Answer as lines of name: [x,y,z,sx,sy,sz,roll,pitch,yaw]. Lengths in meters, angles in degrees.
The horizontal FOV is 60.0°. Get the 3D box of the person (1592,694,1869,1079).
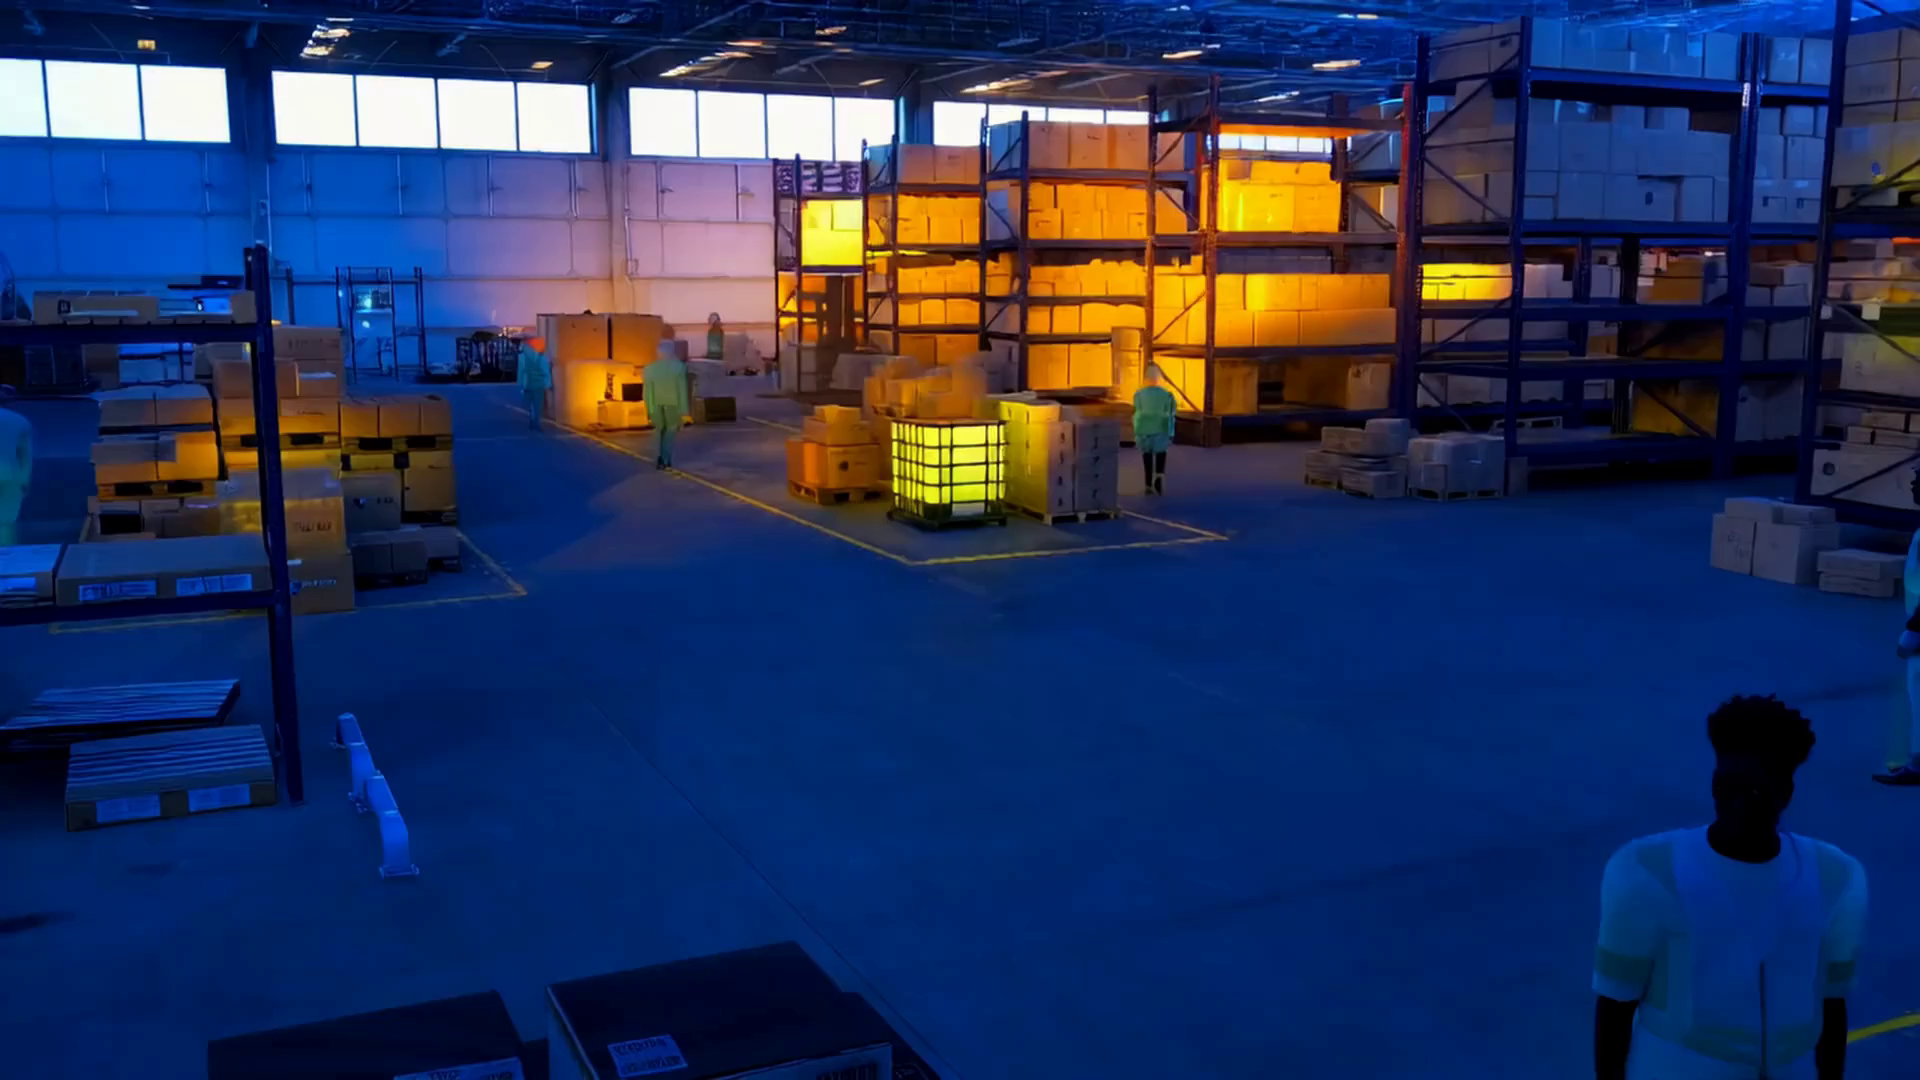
person: [1.756,1.302,3.838,0.609,1.963,0.367,0,9,0]

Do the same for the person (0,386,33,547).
person: [-8.848,-0.516,15.287,0.624,1.906,0.833,-5,10,-29]

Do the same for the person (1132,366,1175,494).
person: [2.502,-1.414,21.529,0.549,1.683,0.470,1,9,3]

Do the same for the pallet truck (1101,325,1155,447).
pallet truck: [2.881,-2.596,27.923,0.823,1.965,1.885,-1,9,-7]

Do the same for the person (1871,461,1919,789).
person: [5.406,0.464,9.333,0.328,1.872,0.509,9,13,43]

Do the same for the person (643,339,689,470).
person: [-4.313,-2.003,24.538,0.641,1.905,0.888,0,9,0]

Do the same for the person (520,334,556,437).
person: [-7.500,-2.737,29.377,0.808,1.819,0.634,7,12,38]

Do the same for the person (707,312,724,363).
person: [-5.514,-4.125,37.415,0.385,1.993,0.623,3,10,20]

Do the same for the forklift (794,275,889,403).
forklift: [-2.594,-4.463,36.779,1.873,2.768,1.129,3,10,20]

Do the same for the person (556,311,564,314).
person: [-9.651,-4.556,40.259,0.347,1.942,0.549,0,9,-1]

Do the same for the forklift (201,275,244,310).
forklift: [-16.413,-4.535,37.226,1.129,2.768,1.873,4,10,24]
